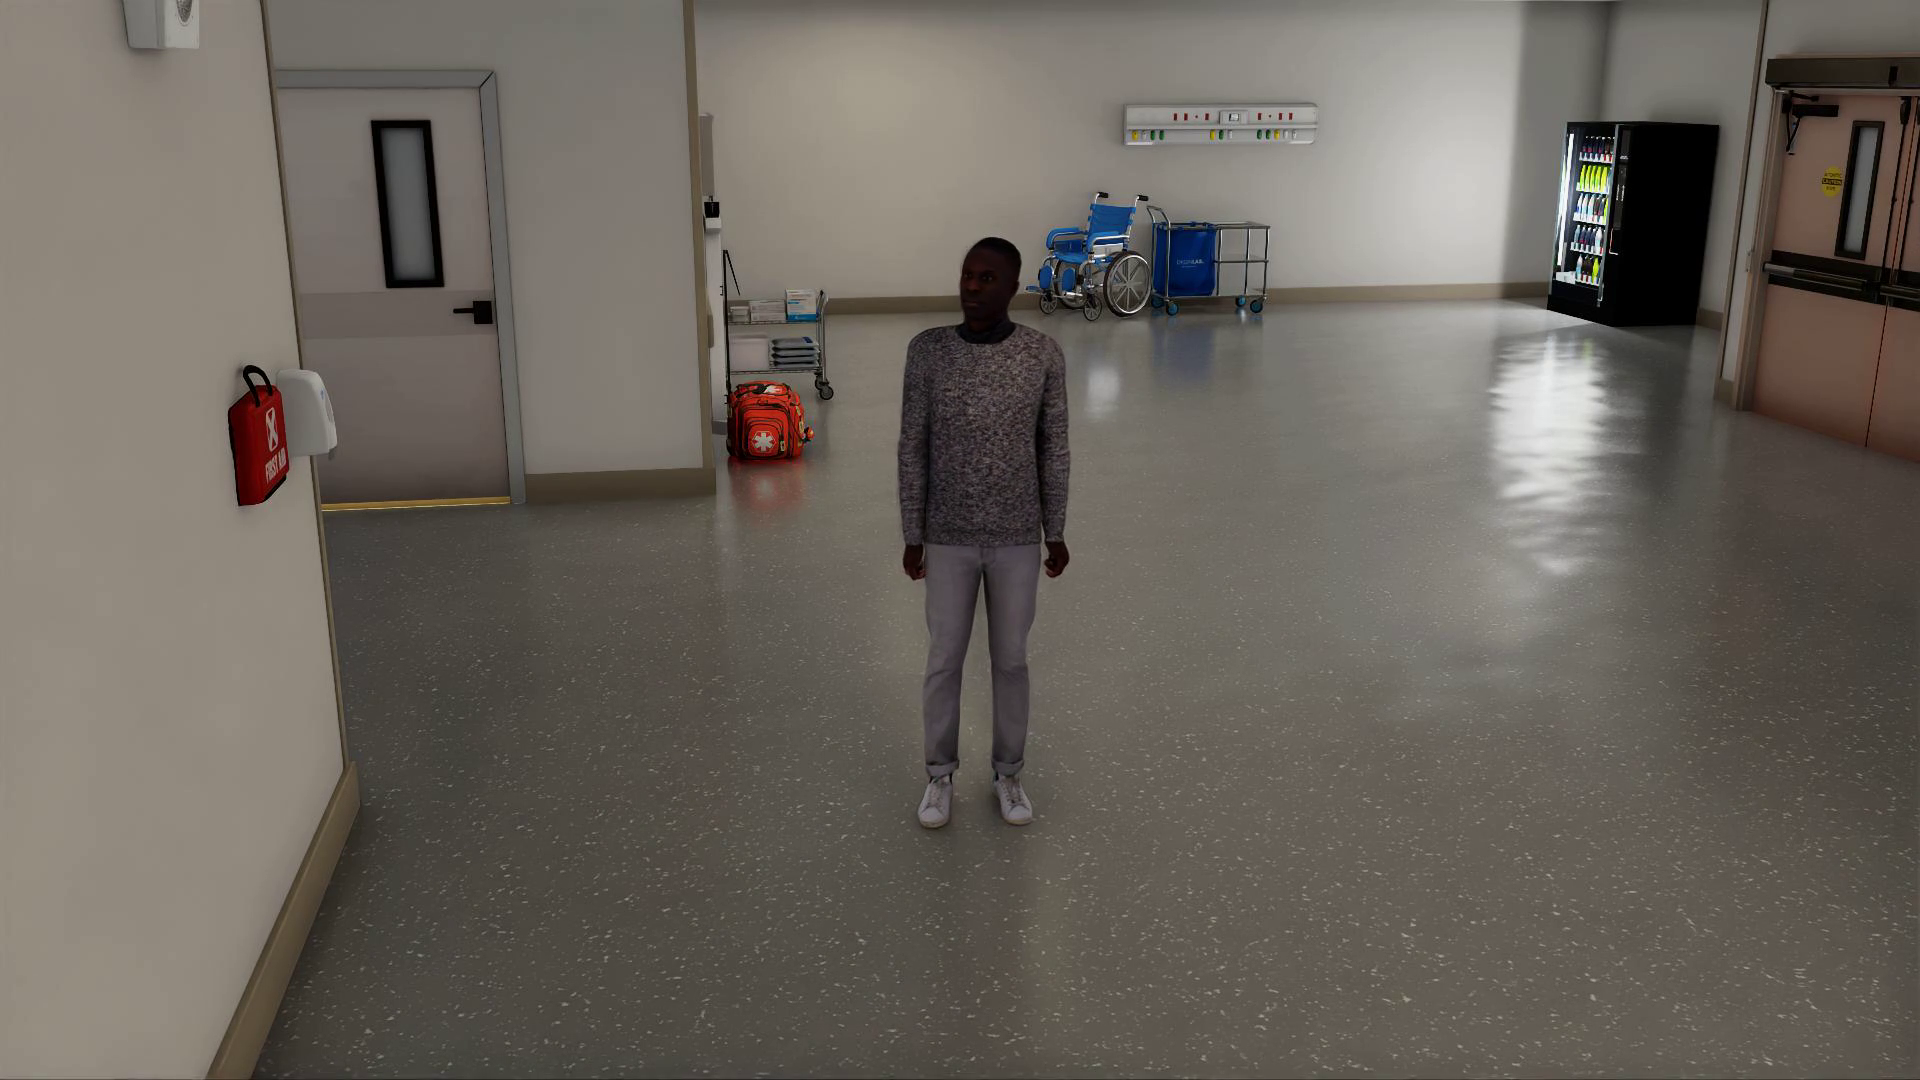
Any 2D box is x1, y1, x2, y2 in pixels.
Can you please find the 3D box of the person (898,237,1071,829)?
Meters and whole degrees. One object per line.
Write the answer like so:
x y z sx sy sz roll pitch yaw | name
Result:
0.073 -0.019 5.161 0.708 1.836 0.587 -1 16 -2 | person
